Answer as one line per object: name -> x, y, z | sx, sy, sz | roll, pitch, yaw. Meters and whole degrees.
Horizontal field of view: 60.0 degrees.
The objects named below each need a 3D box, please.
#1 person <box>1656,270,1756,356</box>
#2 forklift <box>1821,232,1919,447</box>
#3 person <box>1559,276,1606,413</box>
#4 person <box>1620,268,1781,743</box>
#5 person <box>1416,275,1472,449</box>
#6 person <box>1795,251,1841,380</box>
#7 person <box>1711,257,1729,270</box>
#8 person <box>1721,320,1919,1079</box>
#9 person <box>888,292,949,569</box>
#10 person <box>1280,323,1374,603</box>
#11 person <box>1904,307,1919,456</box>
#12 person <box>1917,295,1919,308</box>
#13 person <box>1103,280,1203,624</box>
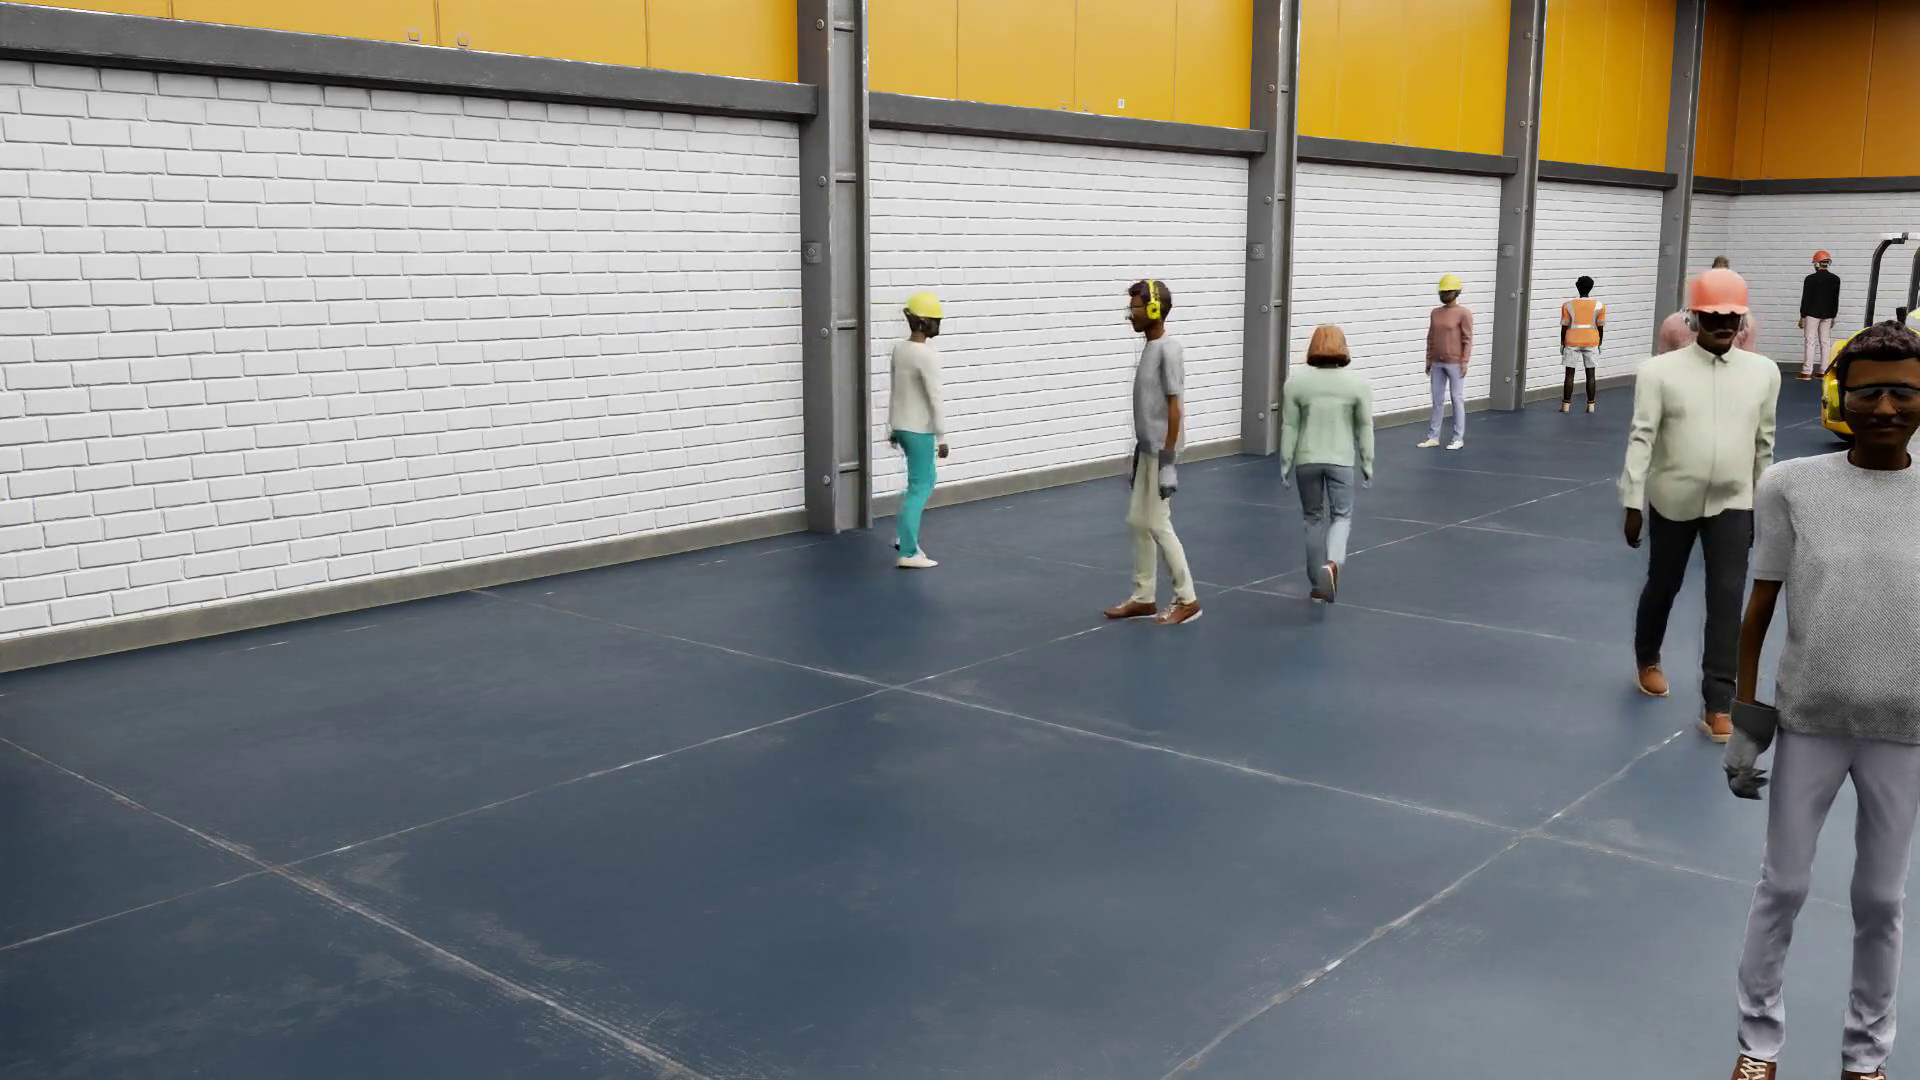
person -> 5.440, -1.040, 12.234 | 0.676, 1.853, 0.975 | 3, 10, 18
forklift -> 9.955, -1.972, 16.595 | 2.313, 2.155, 1.214 | 1, 10, 8
person -> 7.660, -2.403, 20.495 | 0.532, 1.691, 0.321 | 3, 10, 15
person -> 3.155, -0.191, 7.163 | 0.636, 1.951, 1.015 | 1, 10, 7
person -> 4.913, -1.782, 16.800 | 0.454, 1.761, 0.539 | -7, 12, -35
person -> 13.222, -3.454, 25.635 | 0.612, 1.986, 0.402 | -2, 10, -11
person -> 11.436, -3.331, 25.219 | 0.640, 1.884, 1.028 | 7, 12, 36
person -> 2.029, 0.441, 3.782 | 0.532, 1.871, 0.321 | 3, 11, 19
person -> -0.246, -0.685, 10.520 | 0.424, 1.748, 0.554 | -6, 11, -29
person -> 2.062, -0.413, 9.381 | 0.513, 1.611, 0.590 | 3, 10, 16
person -> 8.508, -1.404, 14.515 | 0.628, 1.802, 0.931 | -2, 10, -12
person -> 14.511, -3.141, 24.843 | 0.507, 1.632, 0.267 | 0, 10, 2
person -> 1.065, -0.441, 8.938 | 0.478, 1.880, 0.548 | -2, 10, -9
